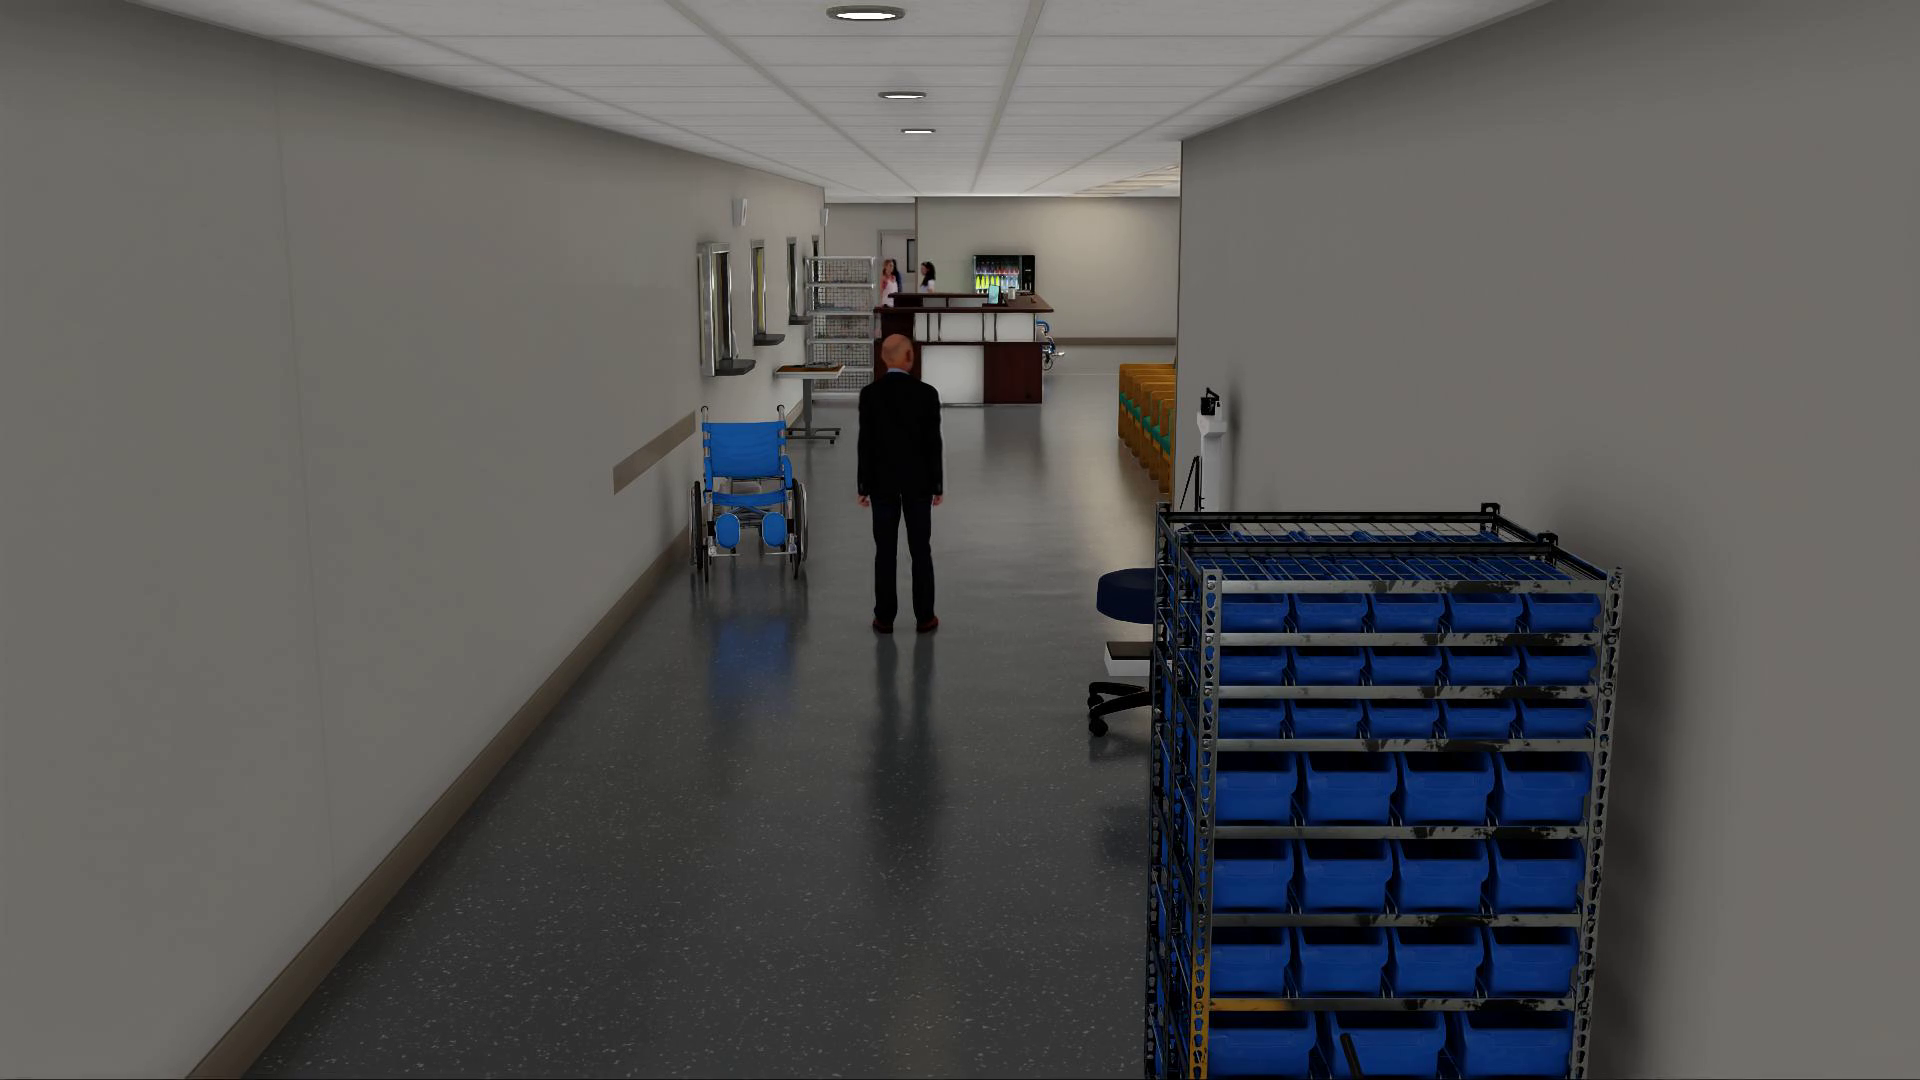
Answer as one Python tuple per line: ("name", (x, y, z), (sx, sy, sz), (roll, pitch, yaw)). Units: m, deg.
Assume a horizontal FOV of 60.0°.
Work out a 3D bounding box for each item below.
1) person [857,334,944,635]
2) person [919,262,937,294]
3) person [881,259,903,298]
("person", (-0.357, -0.338, 10.013), (0.493, 1.797, 0.716), (0, 11, 0))
("person", (-0.453, -3.850, 28.498), (0.908, 1.805, 0.811), (-4, 11, -19))
("person", (-1.510, -5.244, 36.126), (0.555, 1.700, 0.710), (1, 11, 5))
